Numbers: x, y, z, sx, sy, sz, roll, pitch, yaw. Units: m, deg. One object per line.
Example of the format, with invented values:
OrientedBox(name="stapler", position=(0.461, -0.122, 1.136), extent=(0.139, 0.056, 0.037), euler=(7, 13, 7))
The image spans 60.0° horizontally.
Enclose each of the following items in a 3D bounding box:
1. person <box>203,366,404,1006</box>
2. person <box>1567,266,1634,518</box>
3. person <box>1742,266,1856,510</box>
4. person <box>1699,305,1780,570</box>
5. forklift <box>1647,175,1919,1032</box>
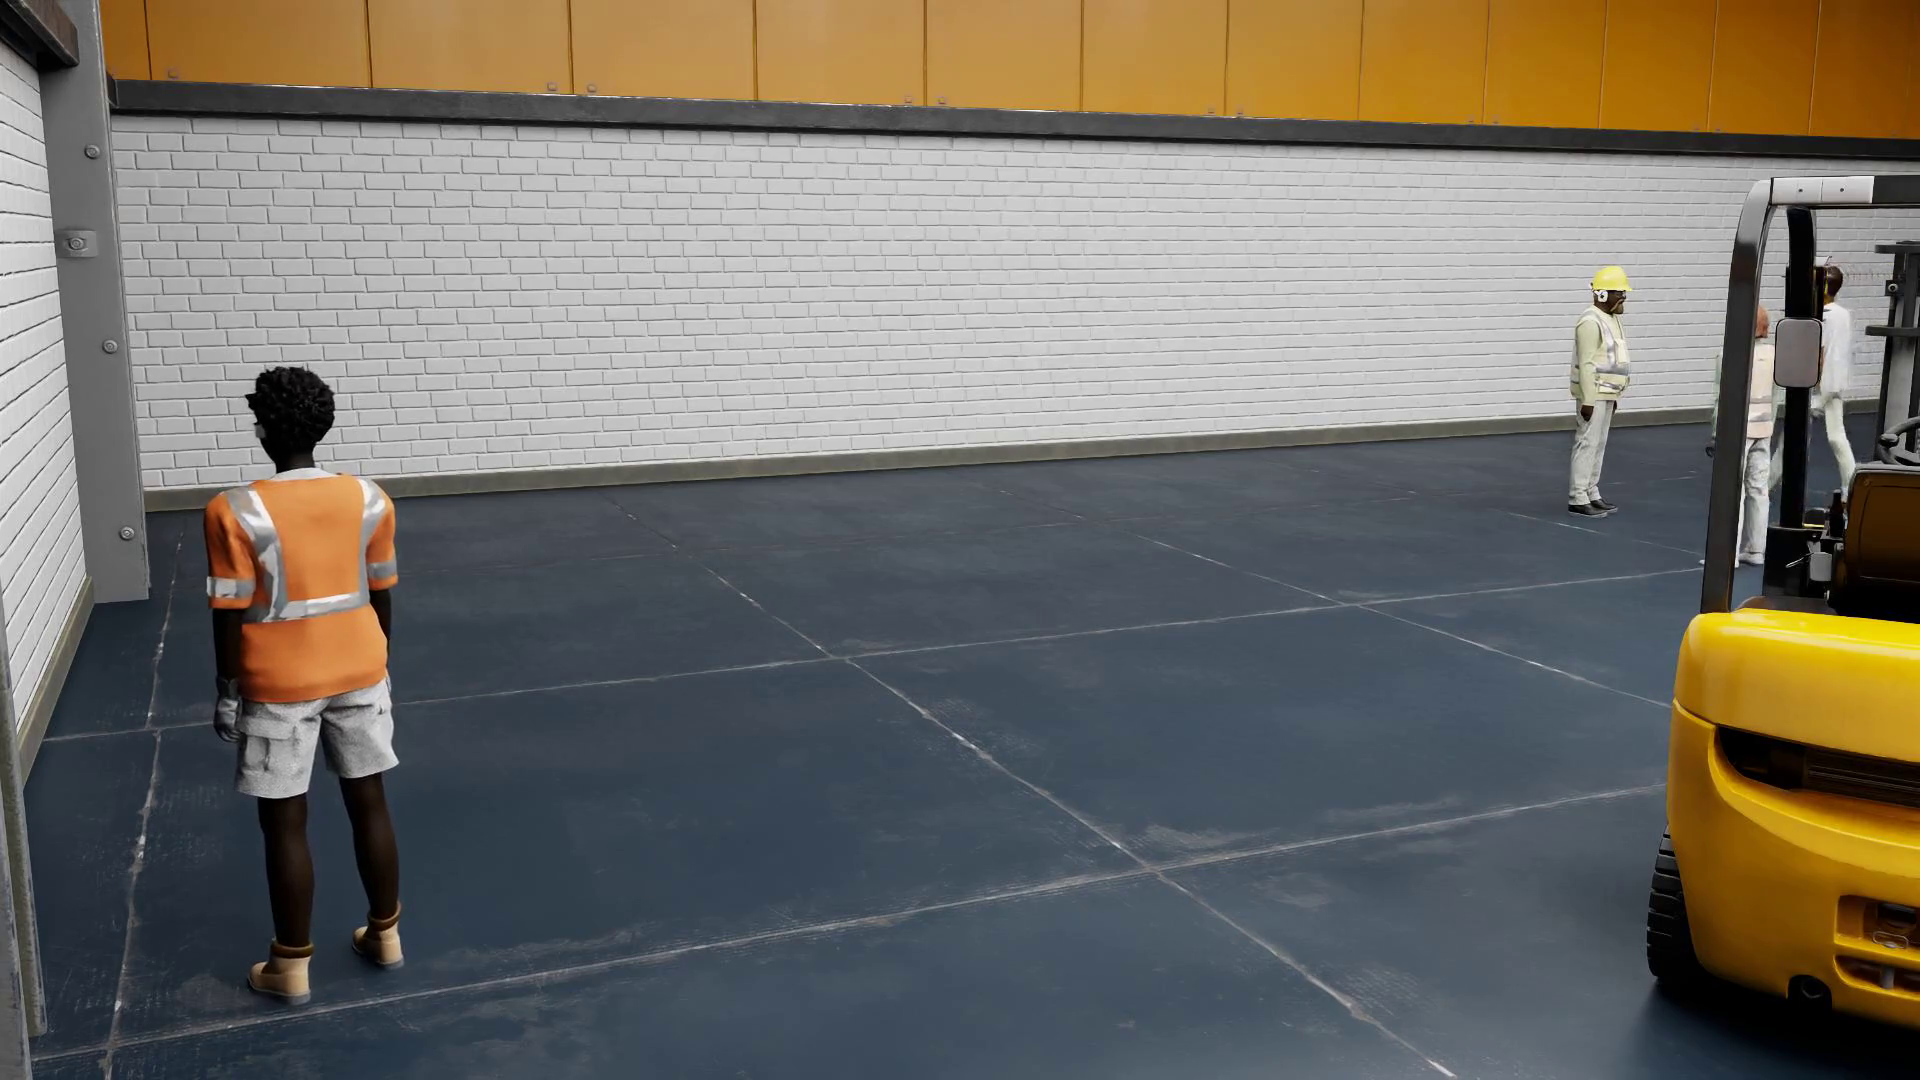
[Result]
OrientedBox(name="person", position=(-1.744, 0.383, 4.475), extent=(0.320, 1.690, 0.534), euler=(8, 13, 39))
OrientedBox(name="person", position=(4.661, -1.073, 12.124), extent=(0.403, 1.825, 0.592), euler=(7, 12, 34))
OrientedBox(name="person", position=(6.298, -1.114, 12.330), extent=(0.557, 1.821, 0.979), euler=(-7, 12, -33))
OrientedBox(name="person", position=(4.795, -0.631, 10.192), extent=(0.523, 1.636, 0.310), euler=(-5, 11, -24))
OrientedBox(name="forklift", position=(2.810, 0.094, 4.662), extent=(1.214, 2.155, 2.313), euler=(7, 12, 34))
